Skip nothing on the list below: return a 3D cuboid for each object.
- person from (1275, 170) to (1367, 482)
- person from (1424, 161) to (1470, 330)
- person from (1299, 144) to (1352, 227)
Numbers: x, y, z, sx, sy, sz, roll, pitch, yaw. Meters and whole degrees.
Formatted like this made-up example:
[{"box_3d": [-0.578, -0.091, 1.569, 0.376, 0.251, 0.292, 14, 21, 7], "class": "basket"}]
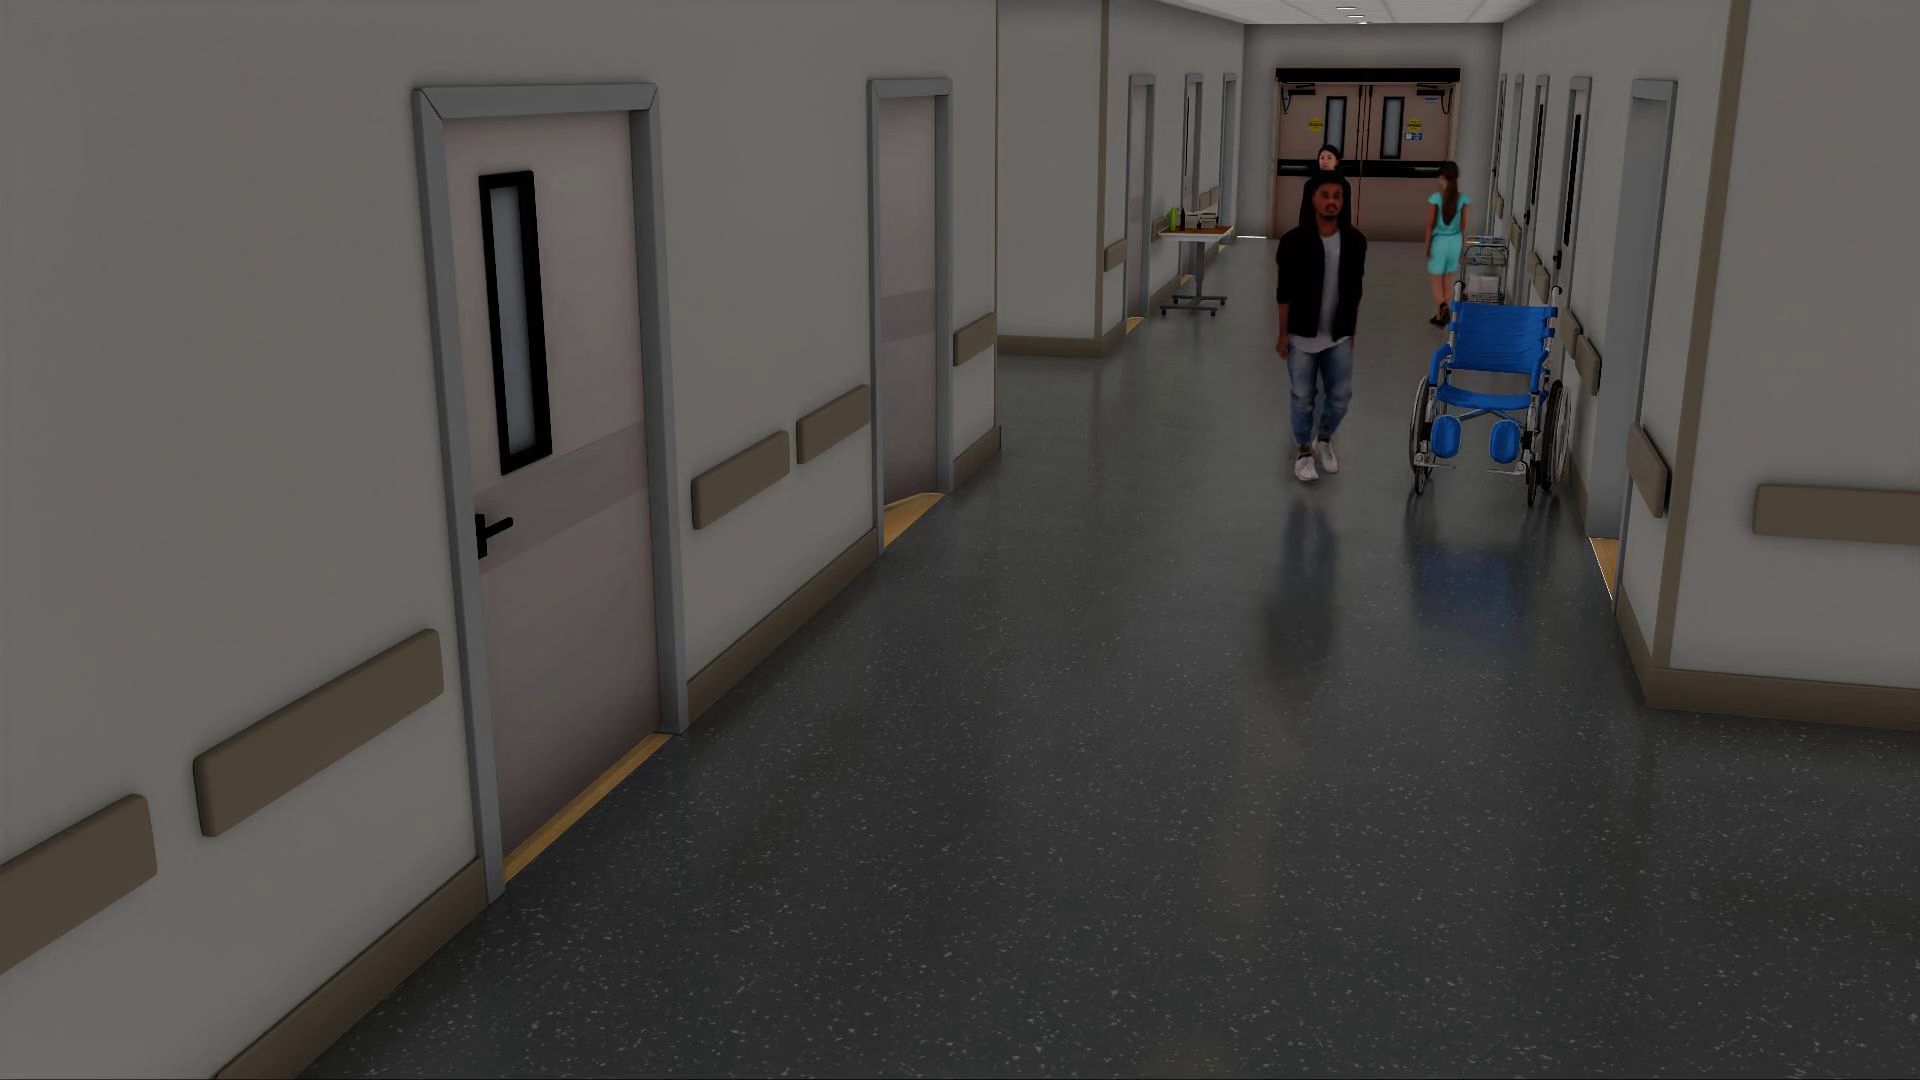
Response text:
[{"box_3d": [2.079, -1.255, 9.771, 0.771, 1.797, 0.754, 0, 16, -2], "class": "person"}, {"box_3d": [4.507, -2.701, 15.367, 0.670, 1.542, 0.900, 1, 16, 4], "class": "person"}, {"box_3d": [3.154, -2.545, 14.451, 0.620, 1.740, 0.519, 5, 17, 17], "class": "person"}]
